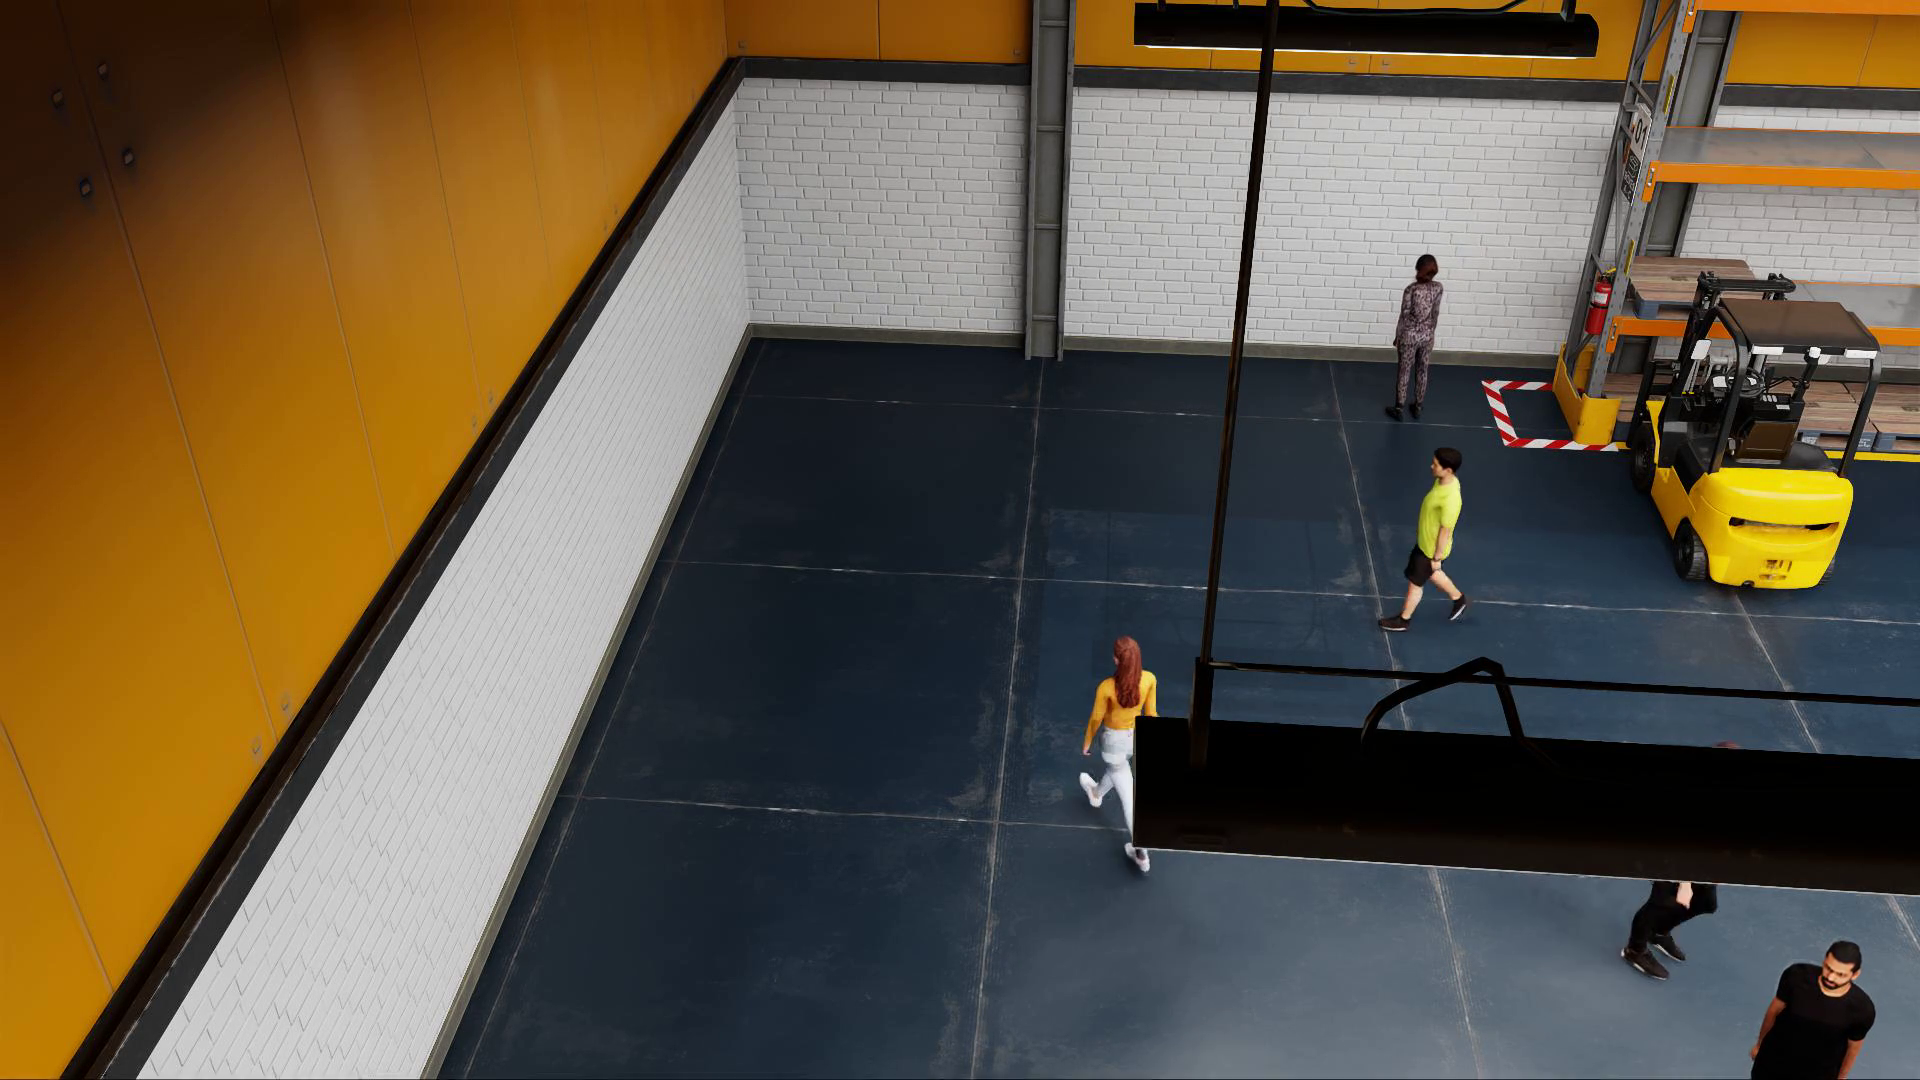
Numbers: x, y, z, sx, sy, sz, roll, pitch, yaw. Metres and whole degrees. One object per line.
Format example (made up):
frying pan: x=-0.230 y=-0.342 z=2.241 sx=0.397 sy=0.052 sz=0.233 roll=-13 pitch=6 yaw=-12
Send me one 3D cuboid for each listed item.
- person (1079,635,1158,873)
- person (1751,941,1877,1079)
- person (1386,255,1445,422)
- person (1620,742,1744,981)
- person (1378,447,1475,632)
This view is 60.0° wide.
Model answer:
person: x=1.117 y=1.436 z=10.983 sx=1.208 sy=1.690 sz=1.044 roll=-13 pitch=36 yaw=-19
person: x=4.496 y=2.778 z=8.903 sx=0.681 sy=1.758 sz=0.773 roll=25 pitch=41 yaw=33
person: x=4.408 y=-1.955 z=16.062 sx=0.563 sy=1.716 sz=0.693 roll=-6 pitch=34 yaw=-9
person: x=4.334 y=1.909 z=10.138 sx=0.783 sy=1.840 sz=0.843 roll=-25 pitch=41 yaw=-32
person: x=3.812 y=0.005 z=13.137 sx=0.975 sy=1.691 sz=0.666 roll=4 pitch=34 yaw=6
